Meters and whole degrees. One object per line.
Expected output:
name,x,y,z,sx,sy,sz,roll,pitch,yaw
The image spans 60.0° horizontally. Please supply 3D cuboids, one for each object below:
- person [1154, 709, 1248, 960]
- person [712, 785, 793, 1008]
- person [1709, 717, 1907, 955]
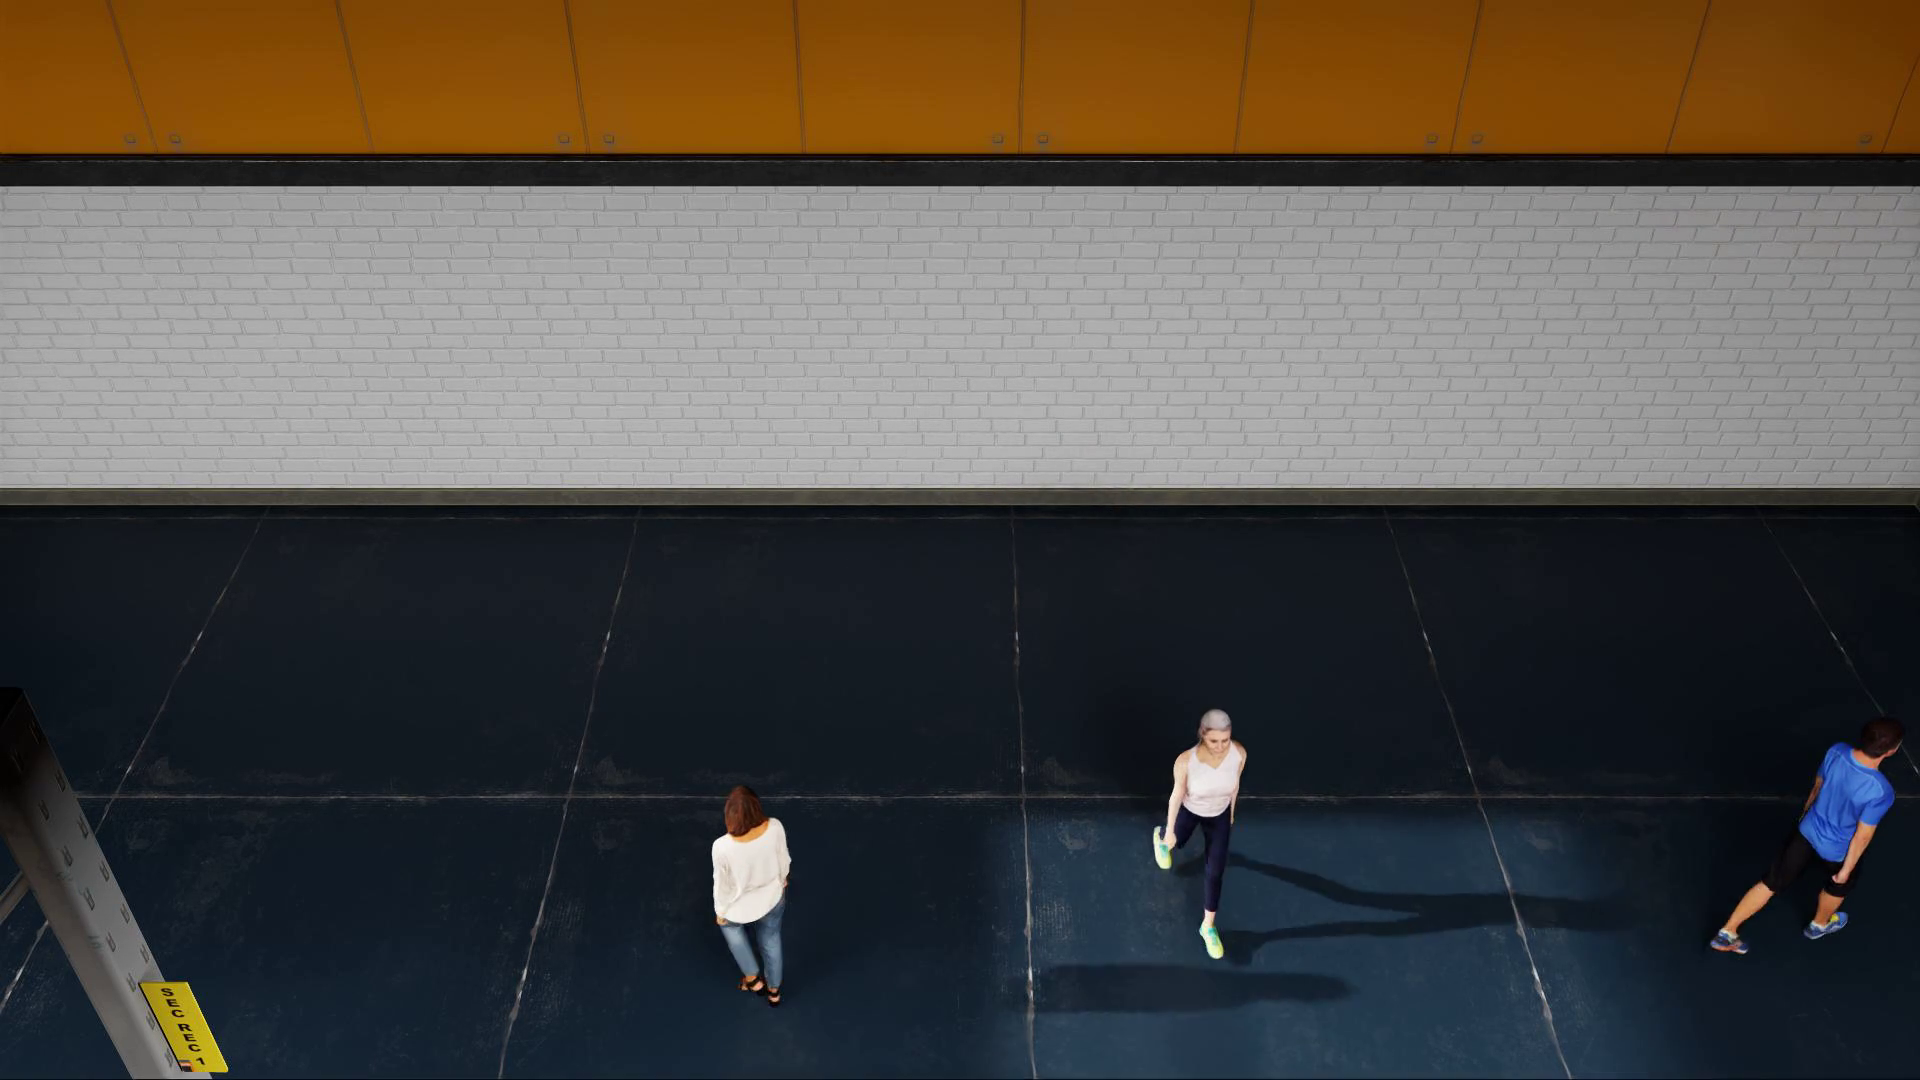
person,1.381,1.565,9.791,0.812,1.665,1.242,-8,39,-10
person,-1.115,2.034,9.195,0.745,1.674,0.760,-19,43,-23
person,4.840,1.735,9.445,1.009,1.831,1.239,-15,41,-18
